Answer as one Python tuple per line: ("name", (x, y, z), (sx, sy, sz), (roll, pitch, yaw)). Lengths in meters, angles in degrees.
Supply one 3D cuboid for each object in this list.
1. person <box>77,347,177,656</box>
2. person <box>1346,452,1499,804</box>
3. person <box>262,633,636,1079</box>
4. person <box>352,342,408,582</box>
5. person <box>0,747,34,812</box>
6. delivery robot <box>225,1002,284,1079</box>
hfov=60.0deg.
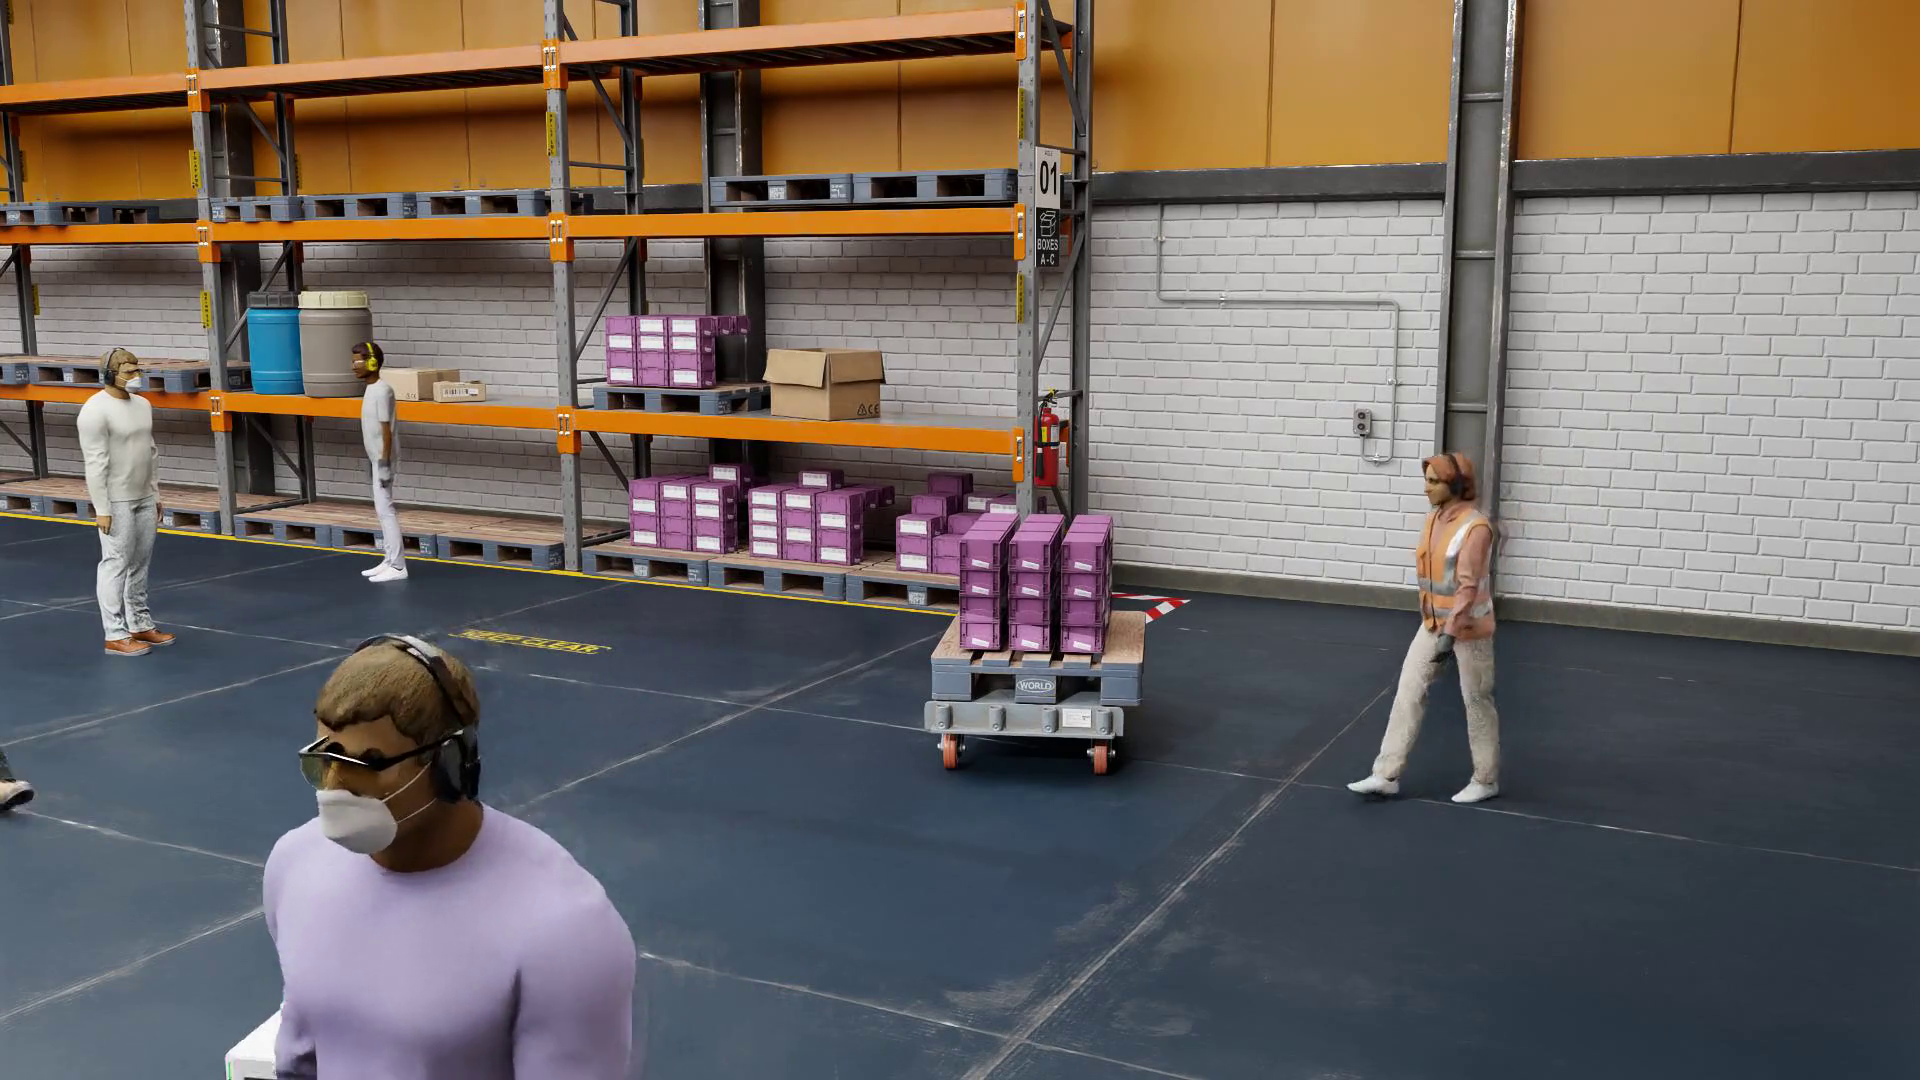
("person", (-5.259, -0.240, 10.474), (0.362, 1.936, 0.627), (1, 9, 5))
("person", (2.112, 0.419, 7.425), (0.799, 1.602, 0.514), (-3, 10, -18))
("person", (-0.788, 1.087, 2.319), (0.662, 1.913, 0.773), (4, 10, 23))
("person", (-4.521, -0.606, 12.957), (0.321, 1.860, 0.527), (-5, 10, -28))
("person", (-4.539, 0.340, 7.293), (0.958, 1.795, 0.515), (6, 11, 31))
("delivery robot", (-1.684, 1.356, 4.569), (0.477, 0.478, 0.707), (1, 9, 8))
